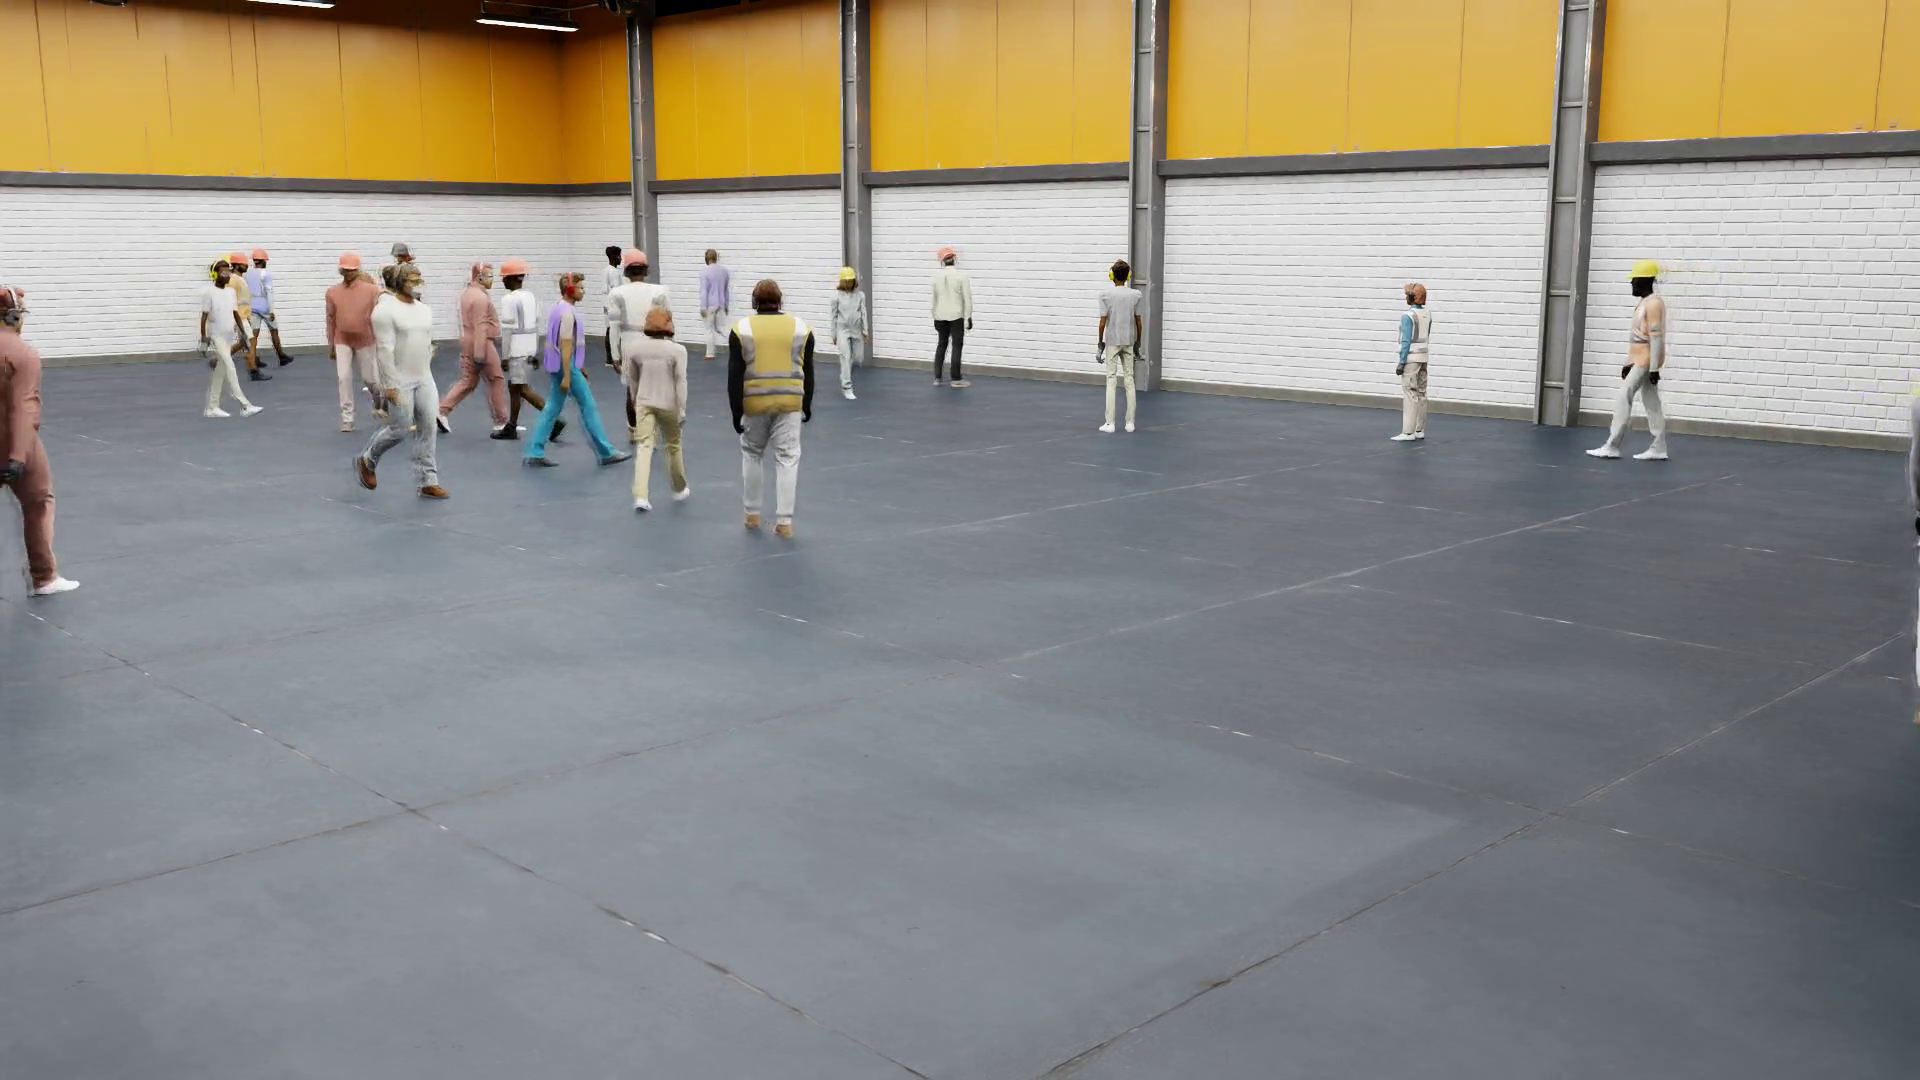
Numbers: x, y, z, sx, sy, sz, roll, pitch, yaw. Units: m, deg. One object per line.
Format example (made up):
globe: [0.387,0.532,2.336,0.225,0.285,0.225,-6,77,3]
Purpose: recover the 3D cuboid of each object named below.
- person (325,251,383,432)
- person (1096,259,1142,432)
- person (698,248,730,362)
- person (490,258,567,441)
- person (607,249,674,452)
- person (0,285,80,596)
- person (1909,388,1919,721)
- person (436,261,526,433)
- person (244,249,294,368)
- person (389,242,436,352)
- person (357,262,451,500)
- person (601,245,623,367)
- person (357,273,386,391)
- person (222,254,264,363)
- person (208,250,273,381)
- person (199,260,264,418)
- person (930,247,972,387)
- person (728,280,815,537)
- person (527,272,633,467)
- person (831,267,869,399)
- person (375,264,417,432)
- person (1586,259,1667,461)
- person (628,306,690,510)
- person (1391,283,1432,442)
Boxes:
person: [-6.640,-2.190,18.305,0.642,1.967,0.735,-1,10,-5]
person: [1.726,-2.103,18.066,0.514,1.876,0.328,-2,11,-12]
person: [-4.072,-3.935,27.952,0.670,1.923,0.640,8,13,37]
person: [-4.495,-1.958,17.211,0.889,1.909,0.551,3,11,14]
person: [-3.188,-1.903,16.666,0.632,1.982,1.061,-2,11,-9]
person: [-5.580,-0.524,9.532,0.653,1.860,0.950,3,11,14]
person: [4.569,-0.110,7.388,0.962,1.794,0.651,-8,13,-37]
person: [-5.256,-2.074,17.986,0.933,1.866,0.655,-6,12,-29]
person: [-11.233,-3.744,26.939,0.574,1.896,0.930,3,11,16]
person: [-9.126,-3.899,27.408,0.655,2.000,0.685,-8,13,-37]
person: [-4.530,-1.283,13.481,0.765,1.921,0.628,5,12,27]
person: [-5.624,-3.794,27.033,0.369,1.967,0.601,-6,12,-28]
person: [-8.116,-2.865,22.922,0.310,1.624,0.492,4,11,22]
person: [-12.113,-3.869,27.878,0.797,1.800,0.630,-9,14,-41]
person: [-10.601,-3.273,24.347,0.821,1.918,0.552,-2,11,-11]
person: [-8.491,-2.328,19.401,0.914,1.829,0.558,3,11,14]
person: [-0.136,-3.125,23.426,0.676,1.960,0.428,7,12,33]
person: [-1.362,-0.952,11.968,0.639,1.814,0.818,-2,11,-13]
person: [-3.570,-1.561,15.321,0.963,1.794,0.591,-4,11,-23]
person: [-1.482,-2.726,21.849,0.493,1.725,0.579,-6,12,-28]
person: [-6.075,-2.054,17.939,0.401,1.822,0.517,-2,11,-9]
person: [6.366,-1.697,15.784,0.857,1.889,0.606,4,11,19]
person: [-2.369,-1.041,13.059,0.505,1.585,0.891,1,10,6]
person: [4.709,-1.840,17.274,0.308,1.640,0.511,9,14,42]
